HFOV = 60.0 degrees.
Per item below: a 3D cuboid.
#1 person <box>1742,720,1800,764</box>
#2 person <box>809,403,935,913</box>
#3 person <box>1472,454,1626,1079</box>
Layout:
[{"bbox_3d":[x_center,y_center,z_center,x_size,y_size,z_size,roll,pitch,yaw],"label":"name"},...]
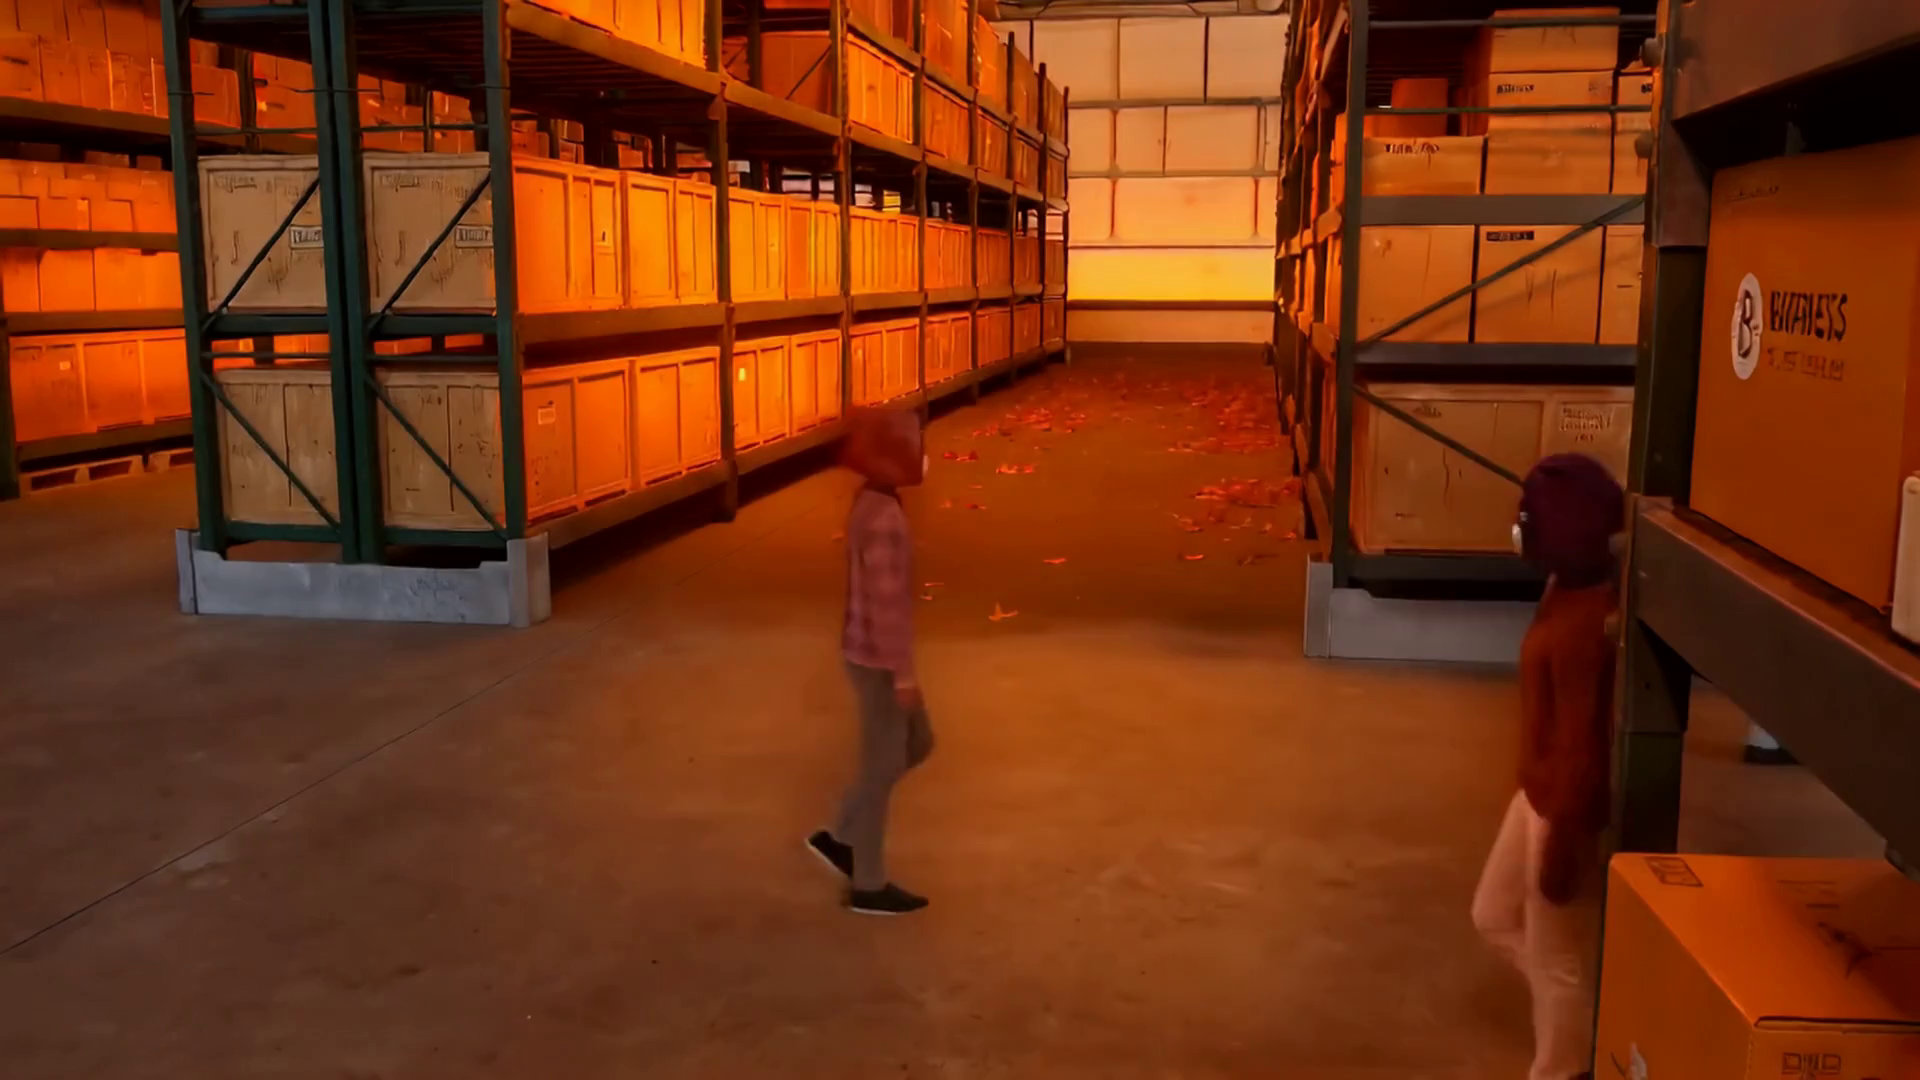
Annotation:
[{"bbox_3d":[3.536,0.046,6.687,0.671,1.823,0.587,0,9,-2],"label":"person"},{"bbox_3d":[-0.225,0.382,5.202,0.353,1.622,0.510,-1,9,-6],"label":"person"},{"bbox_3d":[1.343,0.612,3.754,0.361,1.621,0.517,2,9,14],"label":"person"}]
